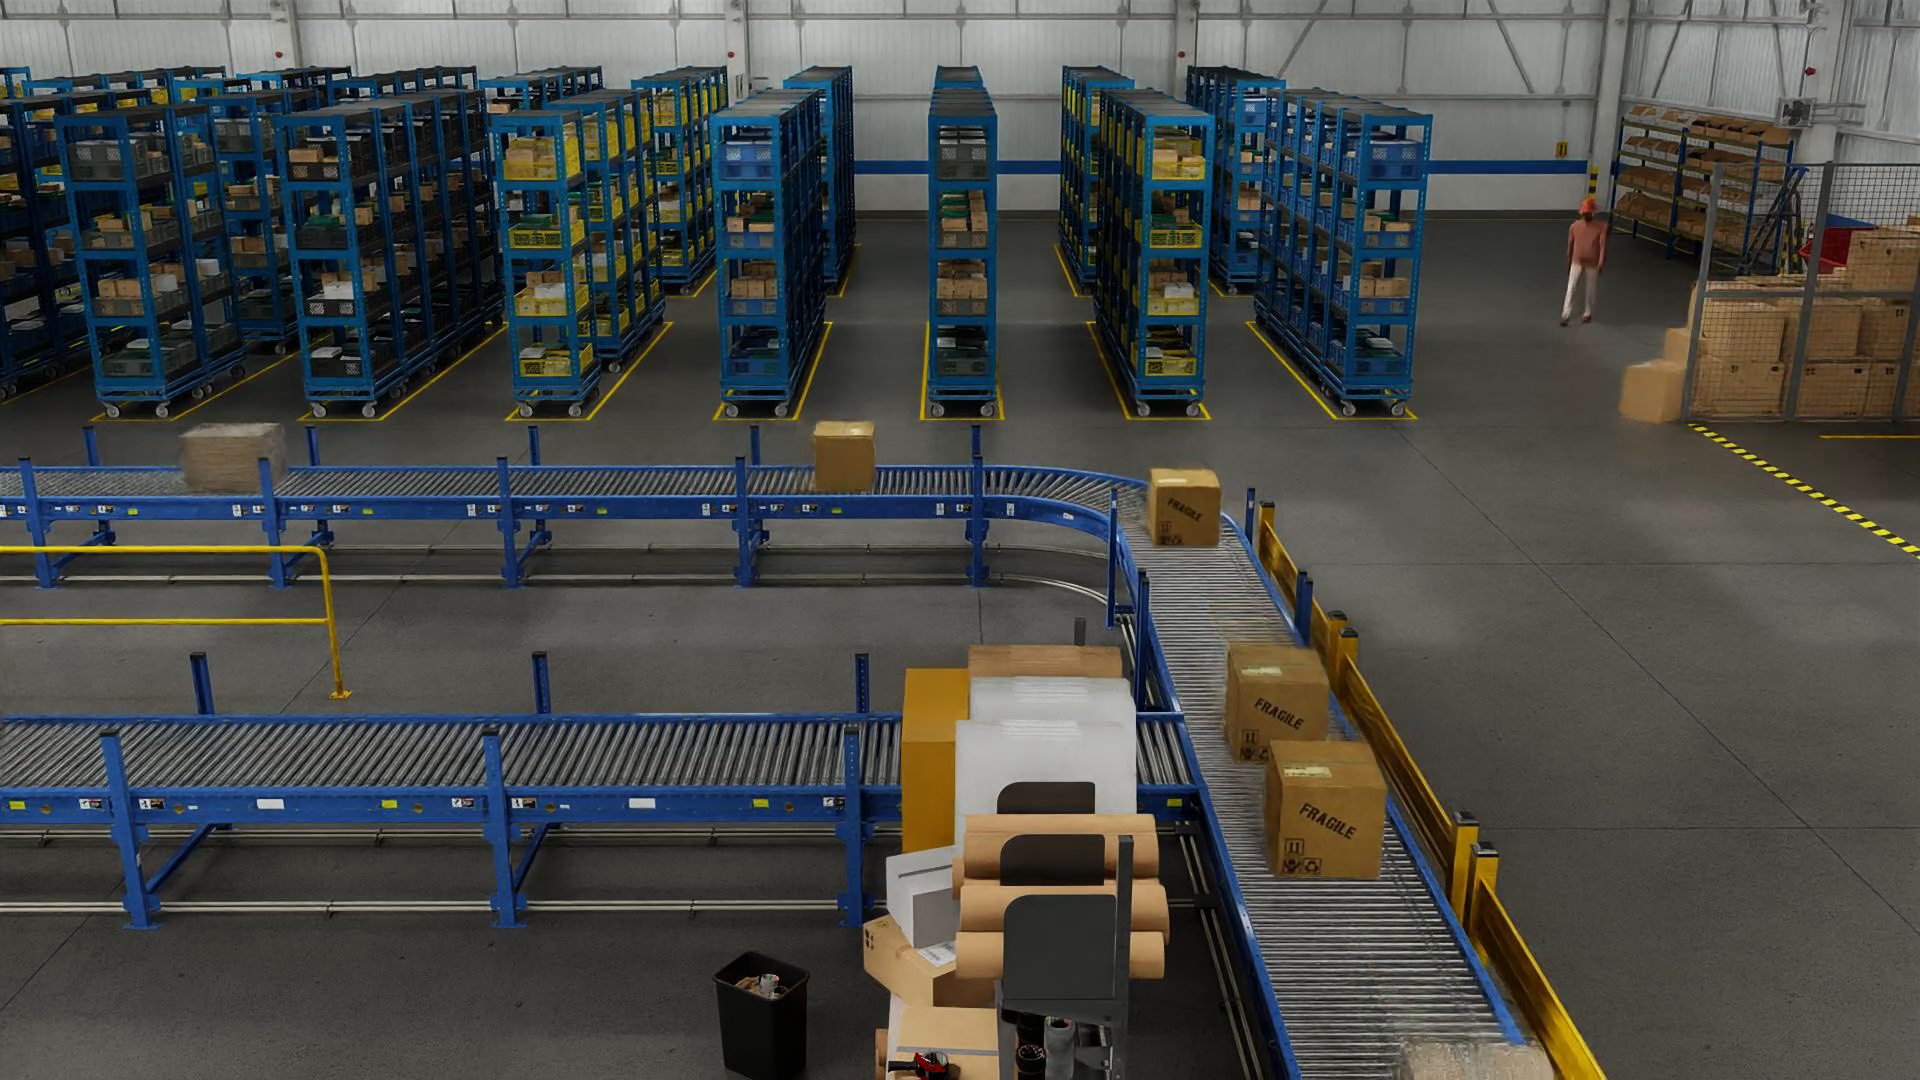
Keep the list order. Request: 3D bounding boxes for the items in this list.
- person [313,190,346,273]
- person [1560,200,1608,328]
[{"bbox_3d":[-10.918,-5.236,28.869,0.590,1.780,0.930,-2,18,-7],"label":"person"},{"bbox_3d":[9.630,-4.251,25.612,0.615,1.941,1.019,11,21,30],"label":"person"}]
